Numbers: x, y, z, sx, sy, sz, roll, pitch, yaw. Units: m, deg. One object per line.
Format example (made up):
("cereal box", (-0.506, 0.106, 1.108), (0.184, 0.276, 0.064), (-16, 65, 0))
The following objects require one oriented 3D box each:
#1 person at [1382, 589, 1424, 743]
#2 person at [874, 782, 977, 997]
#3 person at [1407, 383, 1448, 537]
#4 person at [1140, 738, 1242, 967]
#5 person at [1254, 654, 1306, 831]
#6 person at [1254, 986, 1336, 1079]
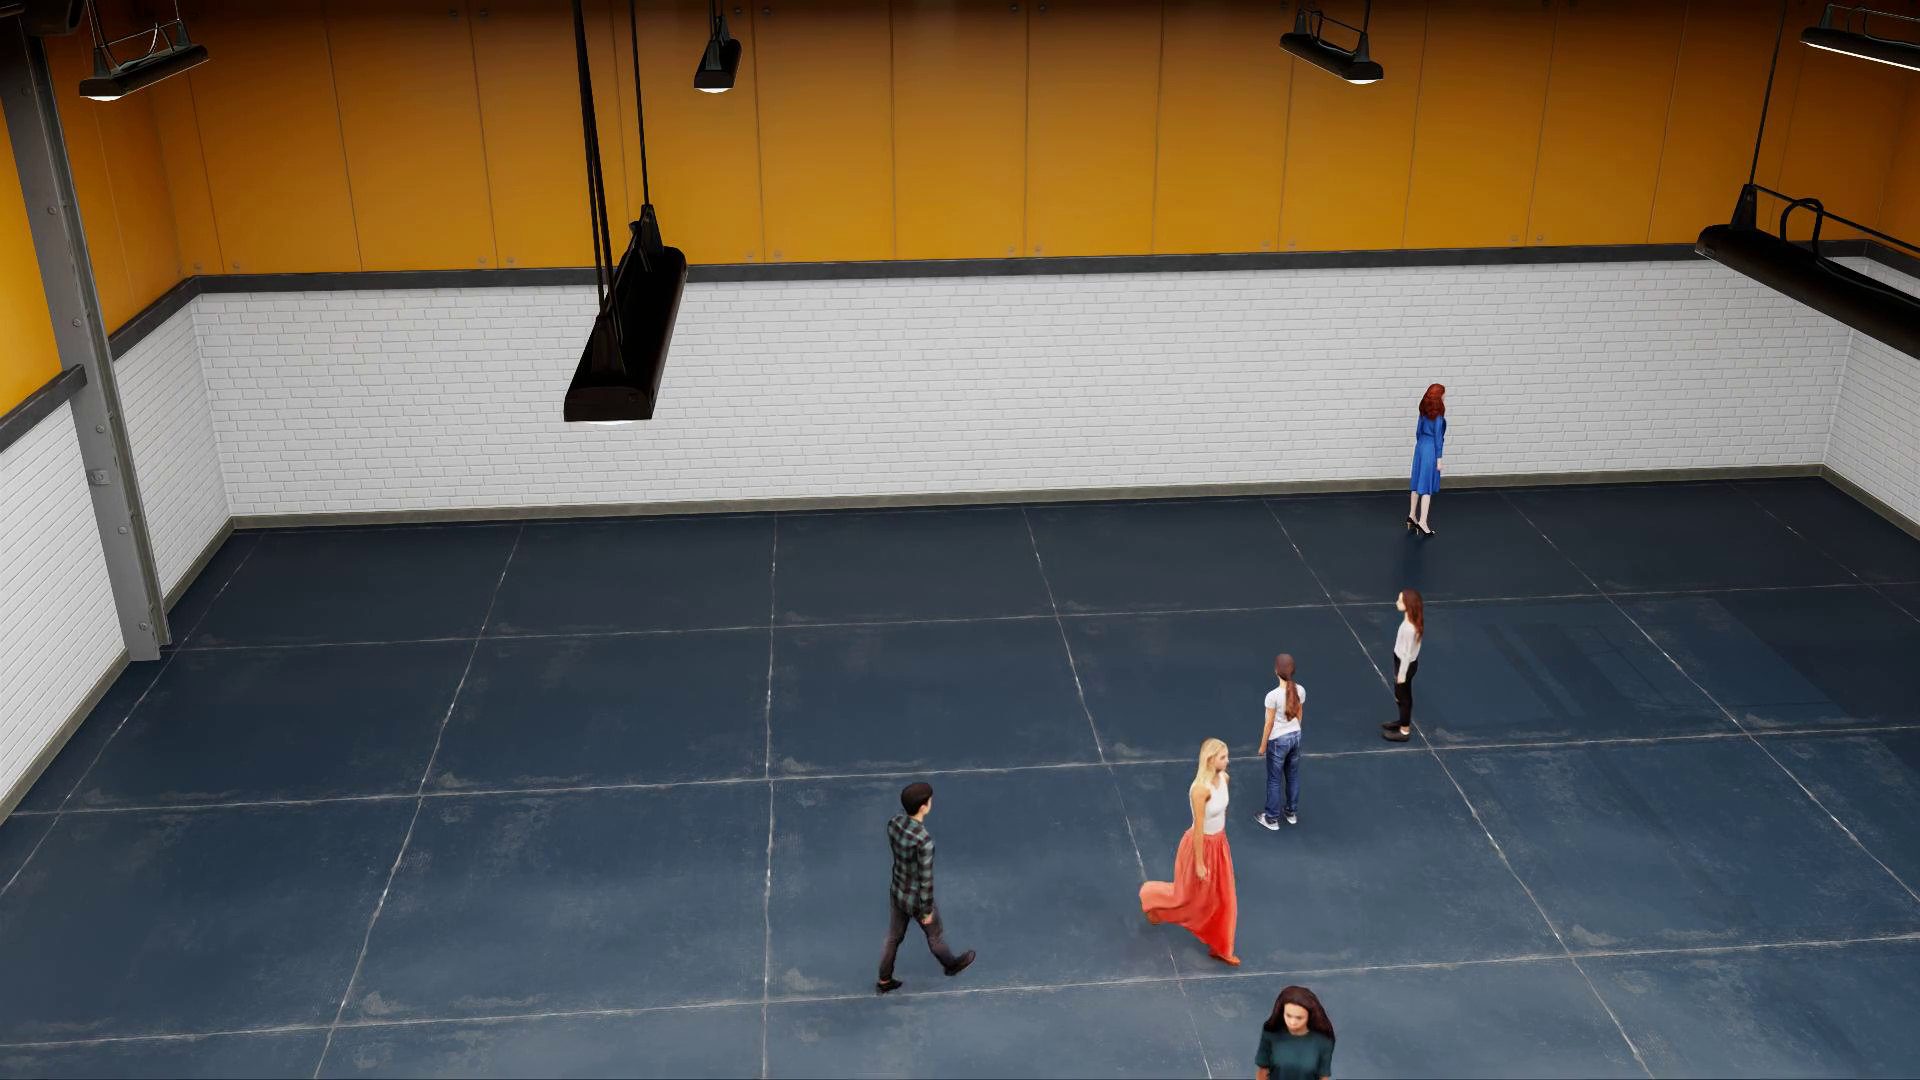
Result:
("person", (4.030, 1.119, 15.003), (0.661, 1.481, 0.528), (7, 25, 16))
("person", (-0.410, 2.505, 11.737), (1.088, 1.692, 1.115), (-18, 29, -35))
("person", (5.418, -0.941, 19.281), (0.722, 1.828, 0.569), (-7, 25, -15))
("person", (1.698, 2.233, 12.080), (1.151, 1.781, 1.065), (20, 30, 38))
("person", (2.662, 1.644, 13.701), (0.598, 1.562, 0.604), (-10, 26, -22))
("person", (1.995, 3.279, 9.913), (0.750, 1.599, 0.832), (9, 25, 19))
